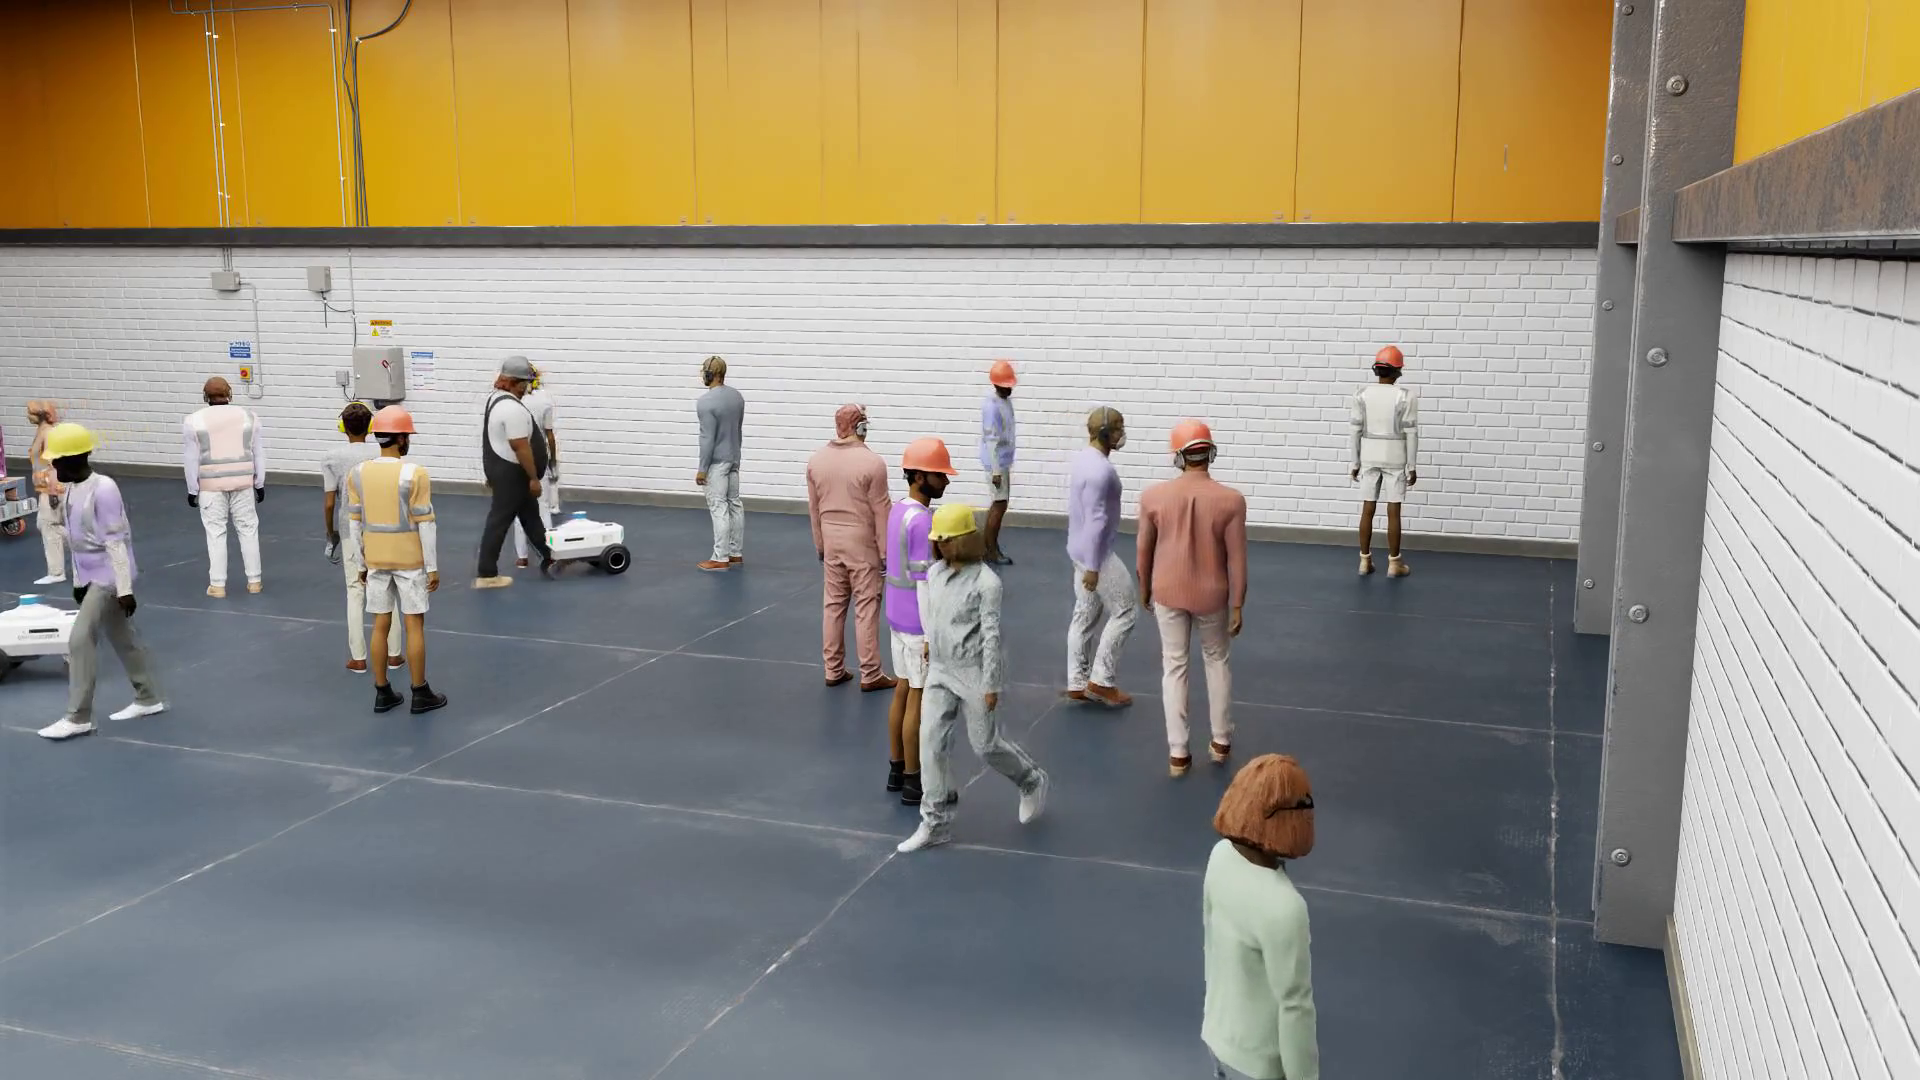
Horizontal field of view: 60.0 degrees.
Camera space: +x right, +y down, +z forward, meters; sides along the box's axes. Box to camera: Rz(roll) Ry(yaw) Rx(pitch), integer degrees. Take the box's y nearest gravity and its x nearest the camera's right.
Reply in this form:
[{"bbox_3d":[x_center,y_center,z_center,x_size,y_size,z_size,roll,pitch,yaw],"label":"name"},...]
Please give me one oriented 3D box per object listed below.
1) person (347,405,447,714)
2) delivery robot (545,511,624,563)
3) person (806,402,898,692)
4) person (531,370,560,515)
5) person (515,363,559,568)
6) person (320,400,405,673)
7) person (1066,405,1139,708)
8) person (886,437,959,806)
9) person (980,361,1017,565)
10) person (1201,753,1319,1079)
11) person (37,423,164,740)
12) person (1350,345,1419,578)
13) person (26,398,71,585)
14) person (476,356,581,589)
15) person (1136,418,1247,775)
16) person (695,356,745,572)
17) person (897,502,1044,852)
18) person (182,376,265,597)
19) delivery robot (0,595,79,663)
[{"bbox_3d":[-3.518,0.124,10.420,0.550,1.933,0.375,2,10,11],"label":"person"},{"bbox_3d":[-3.371,-0.010,14.798,0.707,0.478,0.477,-6,12,-31],"label":"delivery robot"},{"bbox_3d":[-0.687,0.046,10.942,0.643,1.909,0.411,6,12,32],"label":"person"},{"bbox_3d":[-4.578,-1.056,17.950,0.512,1.624,0.509,4,11,22],"label":"person"},{"bbox_3d":[-3.910,-0.674,15.094,0.521,1.873,0.334,-1,10,-3],"label":"person"},{"bbox_3d":[-4.098,-0.021,11.418,0.513,1.872,0.331,-5,11,-24],"label":"person"},{"bbox_3d":[0.922,0.116,10.470,0.568,1.924,0.642,-1,10,-4],"label":"person"},{"bbox_3d":[-0.198,0.422,8.744,0.369,1.930,0.551,-3,11,-17],"label":"person"},{"bbox_3d":[0.351,-0.716,15.311,0.464,1.888,0.729,3,10,16],"label":"person"},{"bbox_3d":[0.794,1.352,4.373,0.326,1.637,0.511,-2,10,-12],"label":"person"},{"bbox_3d":[-5.222,0.242,9.935,0.906,1.876,0.650,-10,14,-44],"label":"person"},{"bbox_3d":[3.750,-0.690,14.697,0.605,2.045,0.383,7,12,33],"label":"person"},{"bbox_3d":[-7.821,-0.429,14.401,0.435,1.624,0.532,-6,12,-30],"label":"person"},{"bbox_3d":[-3.748,-0.620,14.312,1.018,2.000,0.693,-5,11,-26],"label":"person"},{"bbox_3d":[1.291,0.303,9.299,0.637,1.964,0.641,3,10,14],"label":"person"},{"bbox_3d":[-2.164,-0.683,14.955,0.371,1.940,0.627,5,11,25],"label":"person"},{"bbox_3d":[0.058,0.643,8.159,0.494,1.707,0.802,10,14,43],"label":"person"},{"bbox_3d":[-6.134,-0.445,13.892,0.633,1.839,0.429,-7,12,-36],"label":"person"},{"bbox_3d":[-6.299,0.614,11.279,0.707,0.478,0.477,-2,10,-14],"label":"delivery robot"}]
